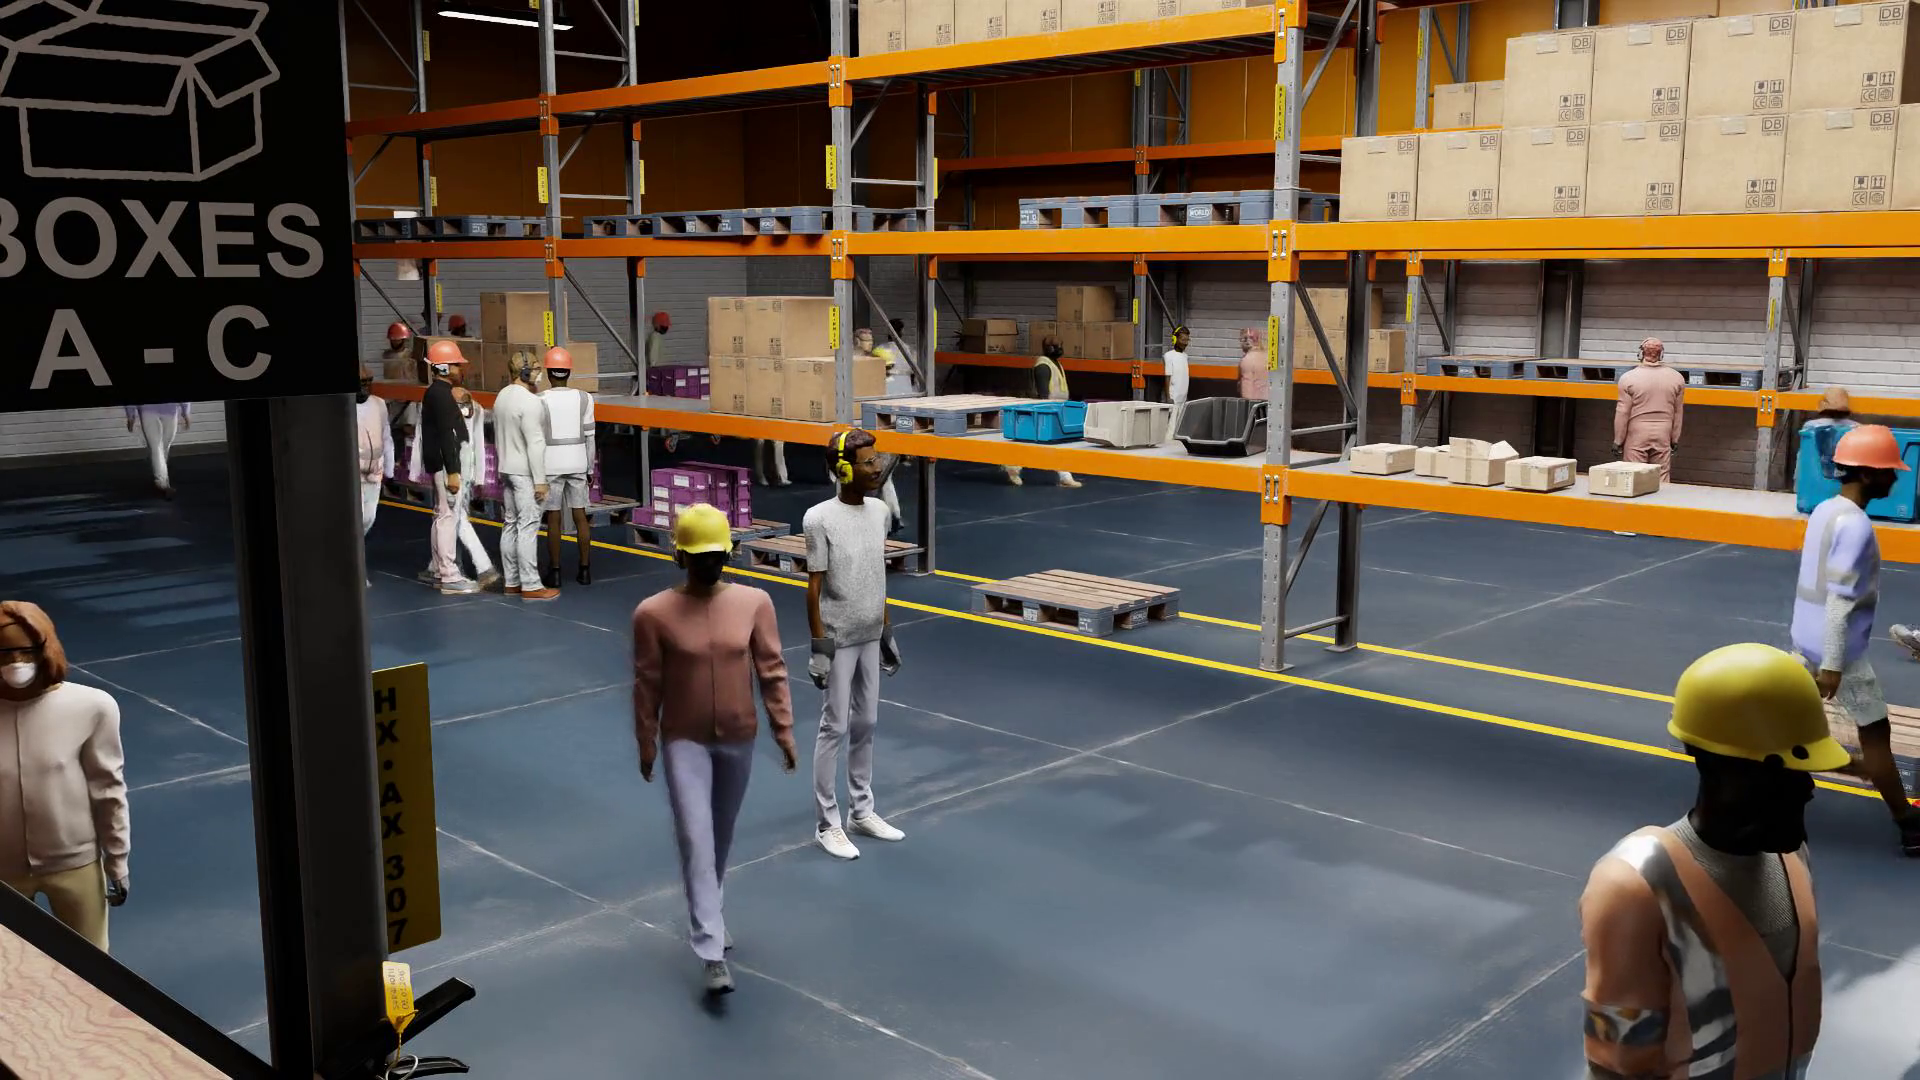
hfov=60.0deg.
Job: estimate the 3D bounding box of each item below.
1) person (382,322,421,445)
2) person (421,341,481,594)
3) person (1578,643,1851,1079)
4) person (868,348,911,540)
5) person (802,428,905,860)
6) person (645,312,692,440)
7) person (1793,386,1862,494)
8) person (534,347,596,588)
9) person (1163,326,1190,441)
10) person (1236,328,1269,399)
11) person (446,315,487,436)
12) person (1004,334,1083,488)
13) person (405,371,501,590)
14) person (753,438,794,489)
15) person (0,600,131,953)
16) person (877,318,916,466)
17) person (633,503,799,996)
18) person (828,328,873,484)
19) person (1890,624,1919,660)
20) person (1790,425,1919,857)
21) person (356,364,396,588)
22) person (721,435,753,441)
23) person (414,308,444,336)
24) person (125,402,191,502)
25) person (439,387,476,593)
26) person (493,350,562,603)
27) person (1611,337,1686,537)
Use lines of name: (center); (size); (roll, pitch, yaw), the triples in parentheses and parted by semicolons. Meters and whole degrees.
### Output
person: (-6.897, -1.758, 20.719); (0.577, 1.907, 0.672); (4, 10, 21)
person: (-4.051, -0.574, 13.172); (0.379, 1.996, 0.609); (-4, 10, -25)
person: (1.324, 1.124, 2.967); (0.584, 1.928, 0.373); (-7, 11, -36)
person: (-0.730, -0.896, 15.673); (0.427, 1.817, 0.623); (8, 12, 39)
person: (-0.460, 0.443, 7.302); (0.325, 1.876, 0.524); (7, 12, 39)
person: (-4.586, -2.435, 24.820); (1.017, 1.928, 0.725); (-3, 10, -15)
person: (7.075, -0.437, 13.508); (0.504, 1.618, 0.651); (0, 9, 0)
person: (-3.205, -0.581, 13.393); (0.545, 1.938, 0.361); (-5, 11, -30)
person: (2.661, -1.678, 20.343); (0.326, 1.865, 0.519); (7, 11, 35)
person: (3.568, -1.604, 19.889); (0.642, 1.864, 0.826); (-9, 13, -44)
person: (-7.068, -2.270, 23.892); (0.575, 1.889, 0.596); (1, 9, 5)
person: (0.974, -1.504, 19.464); (0.847, 1.817, 0.637); (3, 10, 19)
person: (-4.032, -0.518, 13.338); (1.015, 1.840, 0.581); (6, 11, 31)
person: (-2.198, -1.390, 19.382); (0.521, 1.585, 0.846); (-5, 11, -30)
person: (-2.684, 0.969, 4.851); (0.494, 1.625, 0.276); (-4, 10, -24)
person: (-0.865, -1.948, 21.864); (0.631, 1.905, 0.851); (-5, 11, -30)
person: (-0.866, 0.733, 5.974); (0.543, 1.724, 0.879); (-4, 10, -24)
person: (-1.186, -1.530, 19.387); (0.648, 1.880, 0.782); (-8, 13, -42)
person: (6.521, -0.105, 10.458); (0.636, 1.926, 1.067); (-5, 11, -29)
person: (3.920, 0.445, 7.245); (0.972, 1.884, 0.572); (2, 9, 13)
person: (-4.971, -0.535, 13.550); (0.750, 1.814, 0.657); (7, 11, 35)
person: (-3.281, -2.497, 24.821); (0.808, 2.000, 0.706); (3, 10, 16)
person: (-7.794, -2.470, 24.649); (0.614, 2.041, 0.393); (6, 11, 34)
person: (-8.849, -1.369, 18.419); (0.633, 1.873, 1.031); (-9, 13, -43)
person: (-3.982, -0.400, 13.213); (0.284, 1.631, 0.502); (0, 9, 1)
person: (-3.368, -0.491, 12.835); (0.371, 1.939, 0.629); (-8, 12, -39)
person: (6.545, -0.972, 15.878); (0.639, 1.910, 0.407); (0, 9, 1)
